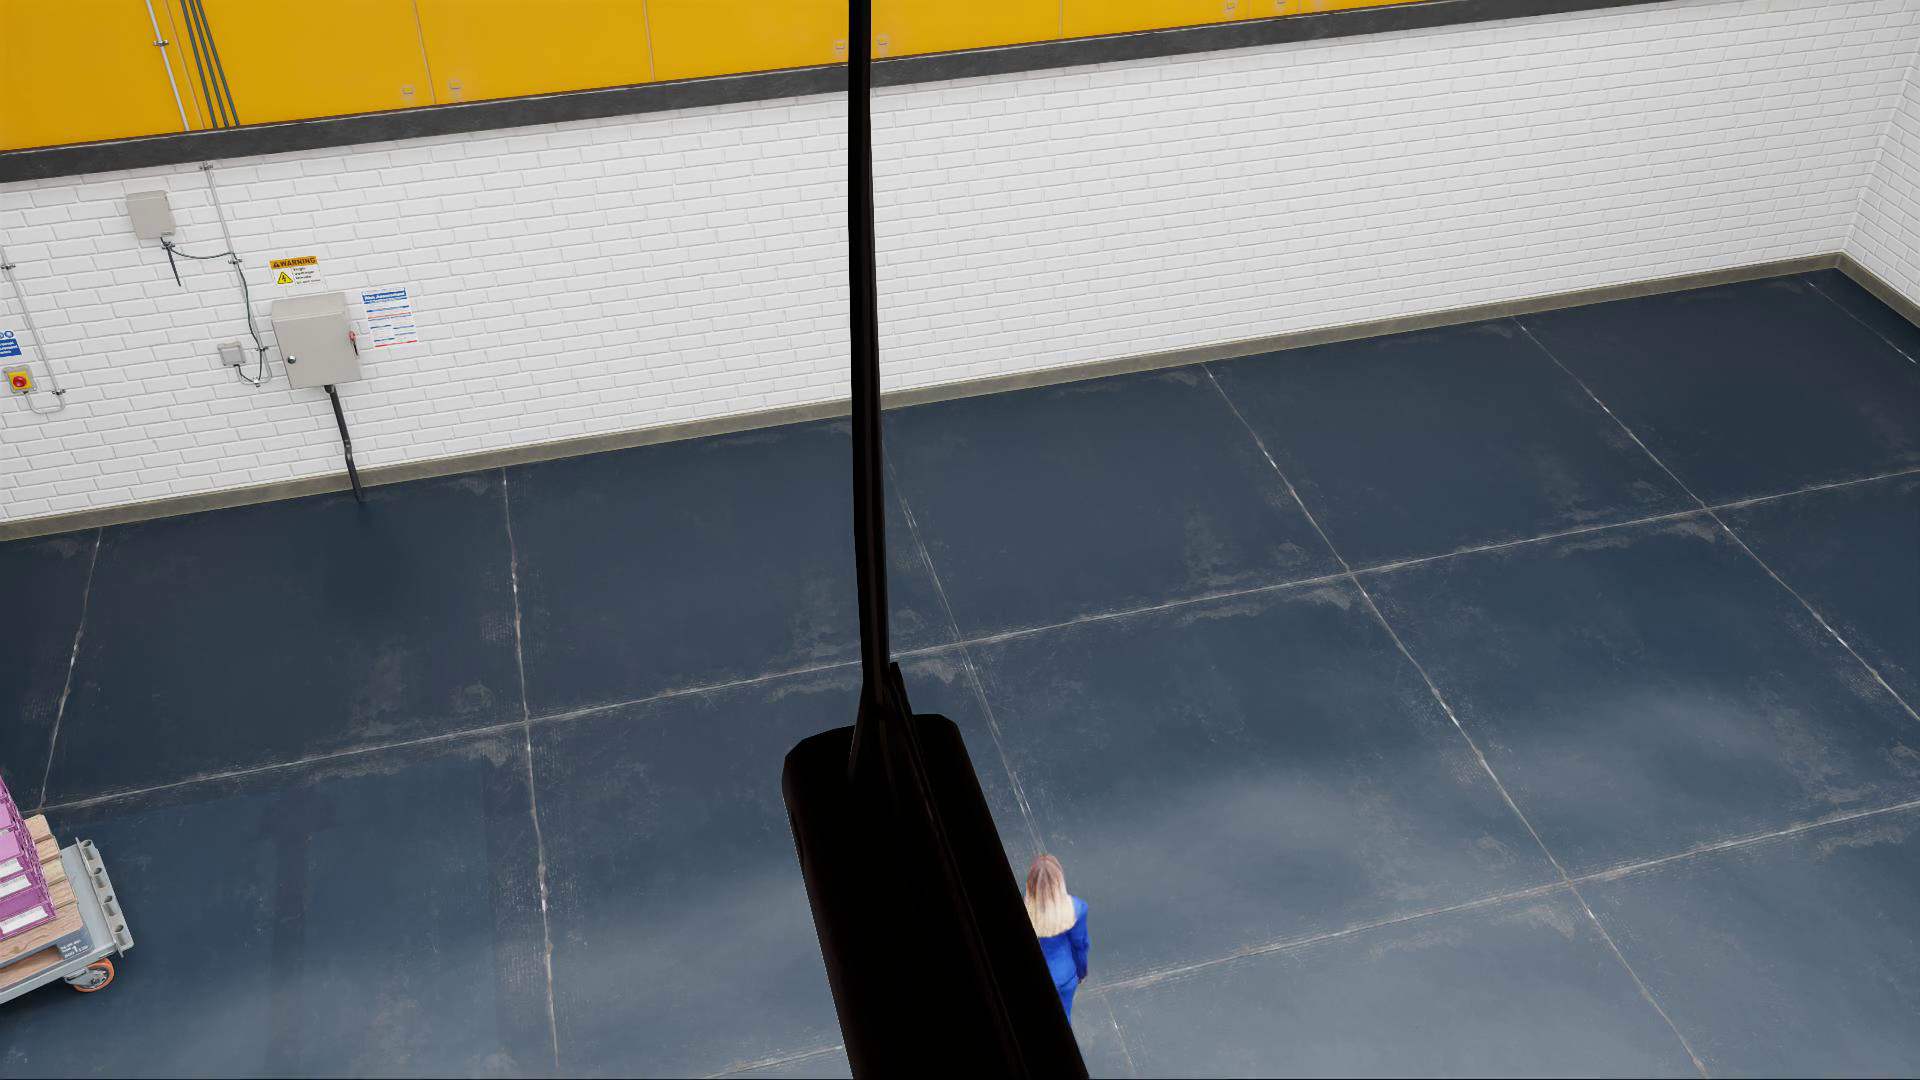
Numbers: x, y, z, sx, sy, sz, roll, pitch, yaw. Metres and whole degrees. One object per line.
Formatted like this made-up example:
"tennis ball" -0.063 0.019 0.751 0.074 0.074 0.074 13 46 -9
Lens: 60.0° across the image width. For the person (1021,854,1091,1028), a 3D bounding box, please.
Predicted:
"person" 0.405 2.256 8.362 0.741 1.686 0.929 -1 39 -1
